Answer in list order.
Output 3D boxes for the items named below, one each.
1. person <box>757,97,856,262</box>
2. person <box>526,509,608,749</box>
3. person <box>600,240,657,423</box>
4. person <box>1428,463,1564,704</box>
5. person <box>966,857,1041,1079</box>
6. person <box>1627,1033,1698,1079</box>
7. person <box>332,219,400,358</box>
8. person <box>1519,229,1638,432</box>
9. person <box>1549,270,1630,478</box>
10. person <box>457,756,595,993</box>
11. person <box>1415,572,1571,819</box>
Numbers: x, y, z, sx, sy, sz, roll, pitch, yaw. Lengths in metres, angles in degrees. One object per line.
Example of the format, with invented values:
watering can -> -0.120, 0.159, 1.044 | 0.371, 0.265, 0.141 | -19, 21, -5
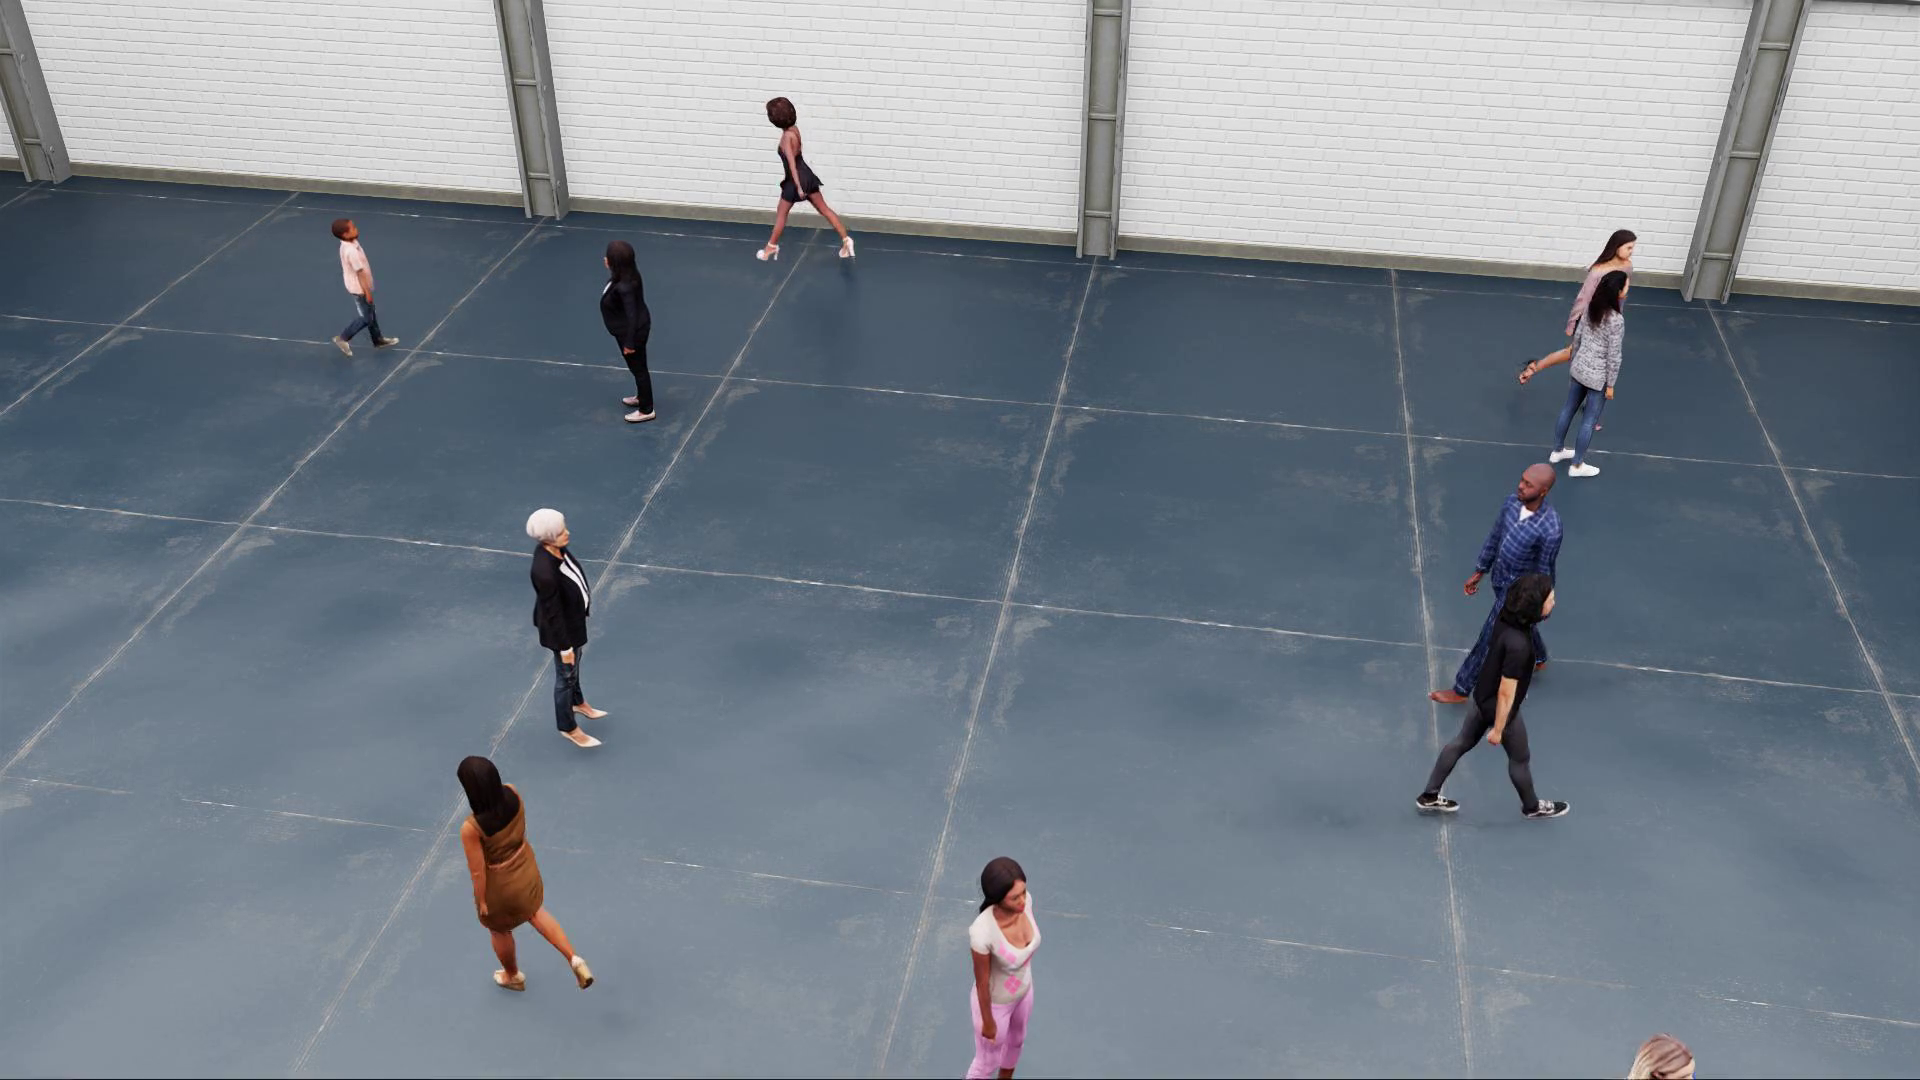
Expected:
person -> -1.491, -3.481, 16.468 | 1.217, 1.701, 0.572 | 7, 34, 11
person -> -2.435, 0.497, 10.283 | 0.665, 1.779, 0.771 | -2, 34, -3
person -> -2.753, -1.768, 13.968 | 0.739, 1.616, 0.733 | -5, 34, -8
person -> 3.665, 0.266, 10.765 | 1.272, 1.773, 1.005 | -10, 35, -14
person -> 0.186, 2.167, 7.934 | 0.654, 1.740, 0.646 | 22, 40, 30
person -> 2.855, 2.691, 7.198 | 1.078, 1.684, 0.926 | 27, 42, 34
person -> -5.474, -2.265, 15.004 | 0.872, 1.296, 0.777 | -17, 37, -24
person -> 5.165, -1.802, 13.890 | 1.141, 1.758, 1.176 | -19, 38, -26
person -> 5.024, -1.341, 13.220 | 0.692, 1.732, 0.697 | -11, 35, -16
person -> -2.270, 1.780, 8.576 | 0.967, 1.675, 0.748 | 17, 37, 23
person -> 3.070, 0.935, 9.739 | 1.155, 1.795, 0.741 | 2, 34, 3
